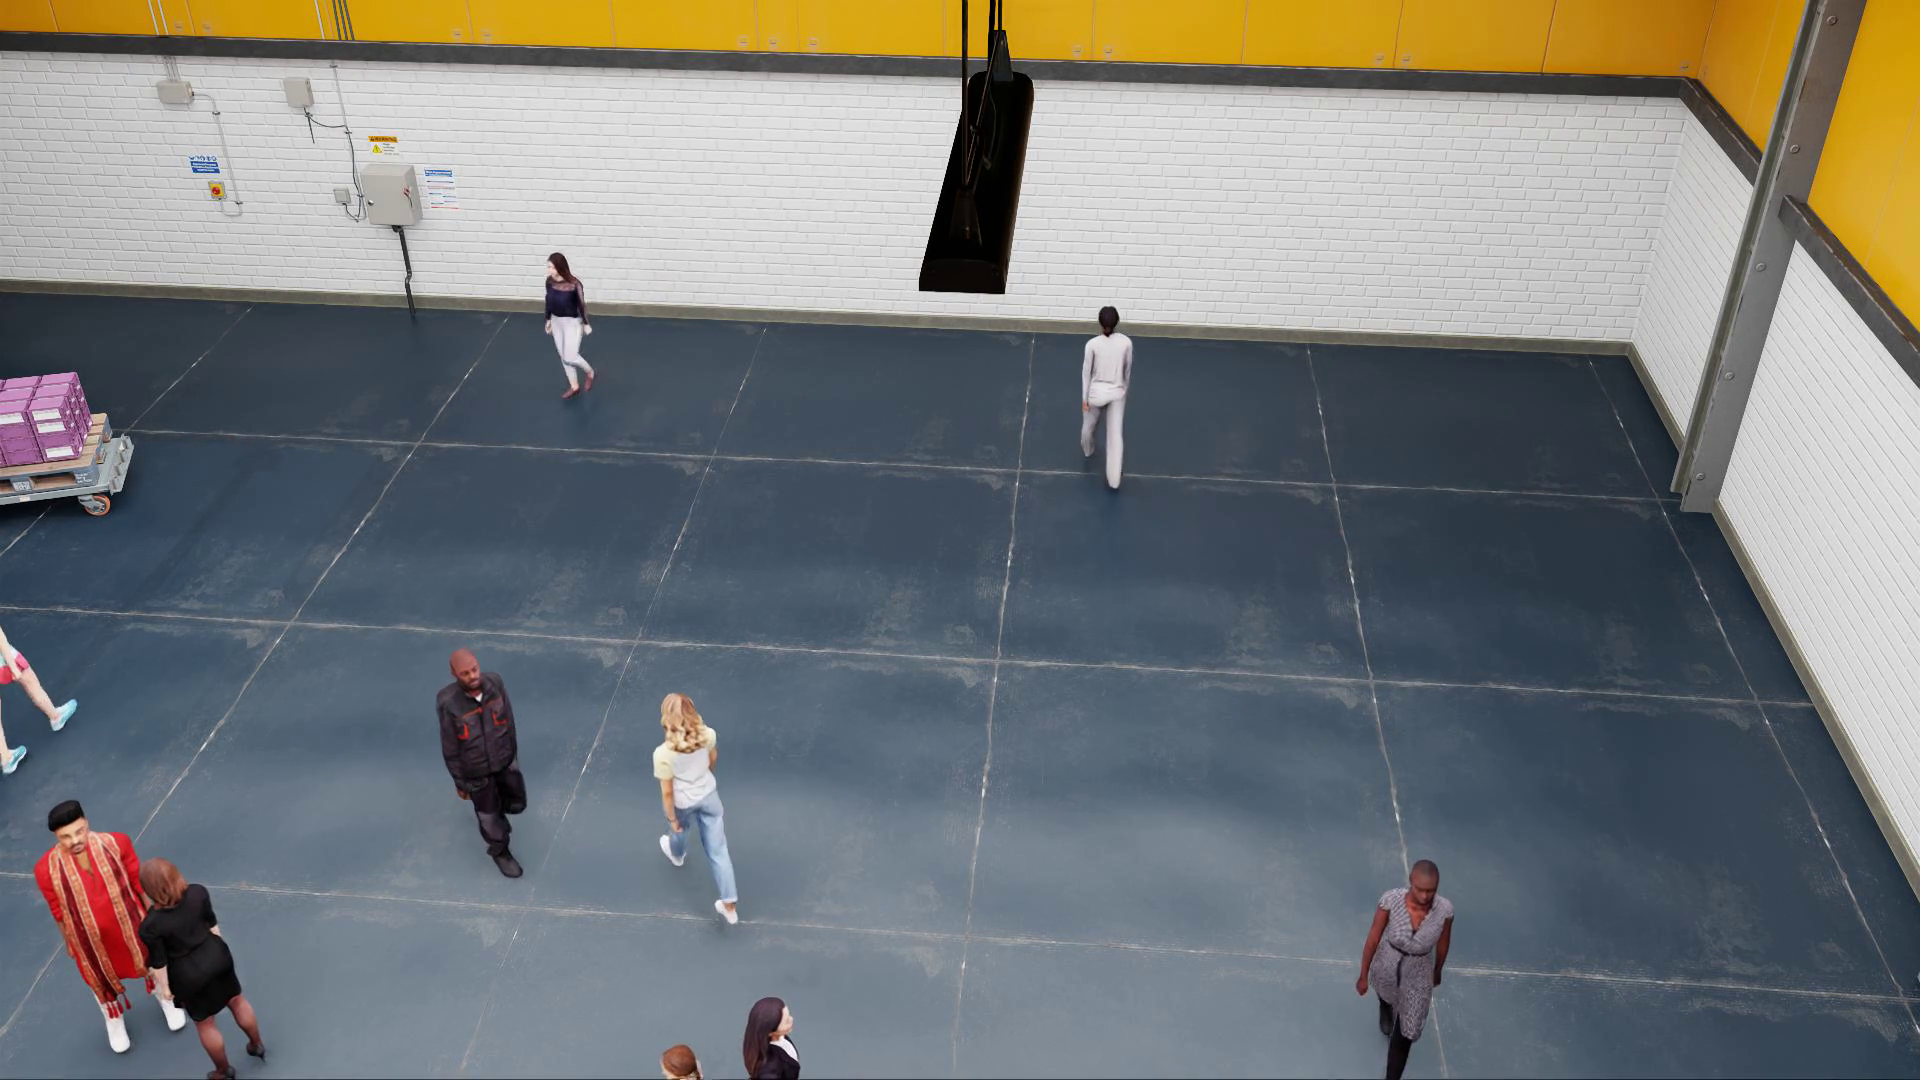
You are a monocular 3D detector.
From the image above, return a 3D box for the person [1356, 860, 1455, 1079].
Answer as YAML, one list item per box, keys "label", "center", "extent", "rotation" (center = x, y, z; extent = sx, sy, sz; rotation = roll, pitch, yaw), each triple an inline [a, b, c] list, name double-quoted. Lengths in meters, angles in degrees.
- label: "person"
  center: [2.569, 2.481, 9.713]
  extent: [0.778, 1.734, 1.239]
  rotation: [8, 34, 12]

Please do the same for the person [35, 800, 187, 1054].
- label: "person"
  center: [-5.106, 2.255, 9.925]
  extent: [0.779, 1.874, 0.798]
  rotation: [-18, 38, -25]

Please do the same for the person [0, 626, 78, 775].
- label: "person"
  center: [-7.052, 0.936, 12.033]
  extent: [0.627, 1.739, 0.985]
  rotation: [4, 34, 6]

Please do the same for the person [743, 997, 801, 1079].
- label: "person"
  center: [-1.009, 3.052, 8.853]
  extent: [0.741, 1.735, 0.598]
  rotation: [-9, 35, -13]

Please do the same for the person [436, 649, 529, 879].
- label: "person"
  center: [-3.242, 1.447, 11.203]
  extent: [0.963, 1.807, 1.020]
  rotation: [-26, 42, -34]

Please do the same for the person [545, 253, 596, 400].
- label: "person"
  center: [-3.931, -2.190, 16.864]
  extent: [0.734, 1.597, 0.769]
  rotation: [21, 39, 29]

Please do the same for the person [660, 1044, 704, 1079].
- label: "person"
  center: [-1.433, 3.197, 9.137]
  extent: [0.546, 1.178, 0.538]
  rotation: [4, 34, 6]

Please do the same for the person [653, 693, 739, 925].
- label: "person"
  center: [-1.680, 1.764, 10.851]
  extent: [1.133, 1.667, 1.256]
  rotation: [-22, 39, -29]

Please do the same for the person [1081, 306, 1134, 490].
- label: "person"
  center: [1.377, -1.289, 15.430]
  extent: [0.812, 1.684, 1.215]
  rotation: [-4, 34, -6]

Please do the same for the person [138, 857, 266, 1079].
- label: "person"
  center: [-4.428, 2.511, 9.703]
  extent: [0.741, 1.696, 0.633]
  rotation: [20, 38, 27]
